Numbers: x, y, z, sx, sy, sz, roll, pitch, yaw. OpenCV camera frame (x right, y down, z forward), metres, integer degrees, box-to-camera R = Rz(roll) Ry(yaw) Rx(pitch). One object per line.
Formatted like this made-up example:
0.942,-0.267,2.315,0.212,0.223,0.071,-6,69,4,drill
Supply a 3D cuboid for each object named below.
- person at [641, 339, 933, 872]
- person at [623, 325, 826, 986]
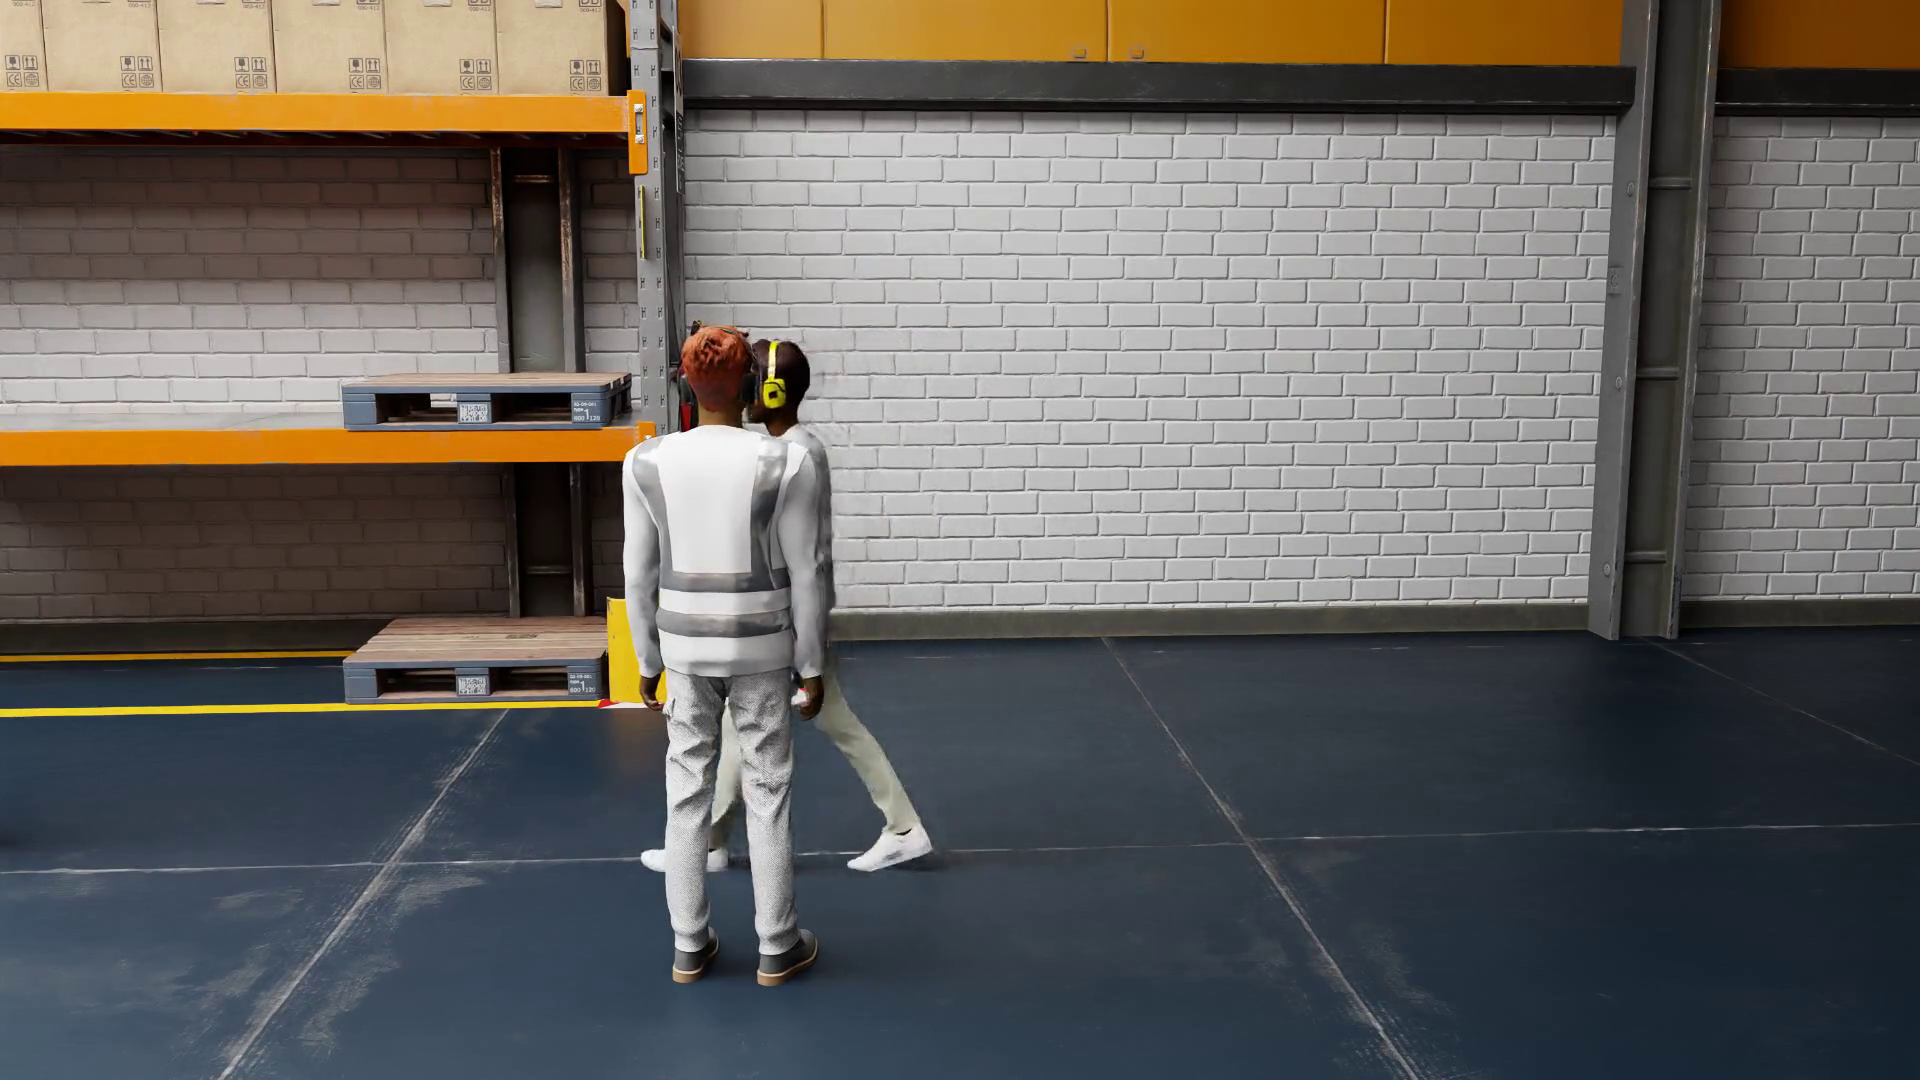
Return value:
-0.554,0.239,5.573,0.989,1.824,0.541,1,9,5,person
-0.657,0.338,4.728,0.574,1.885,0.356,1,9,8,person
